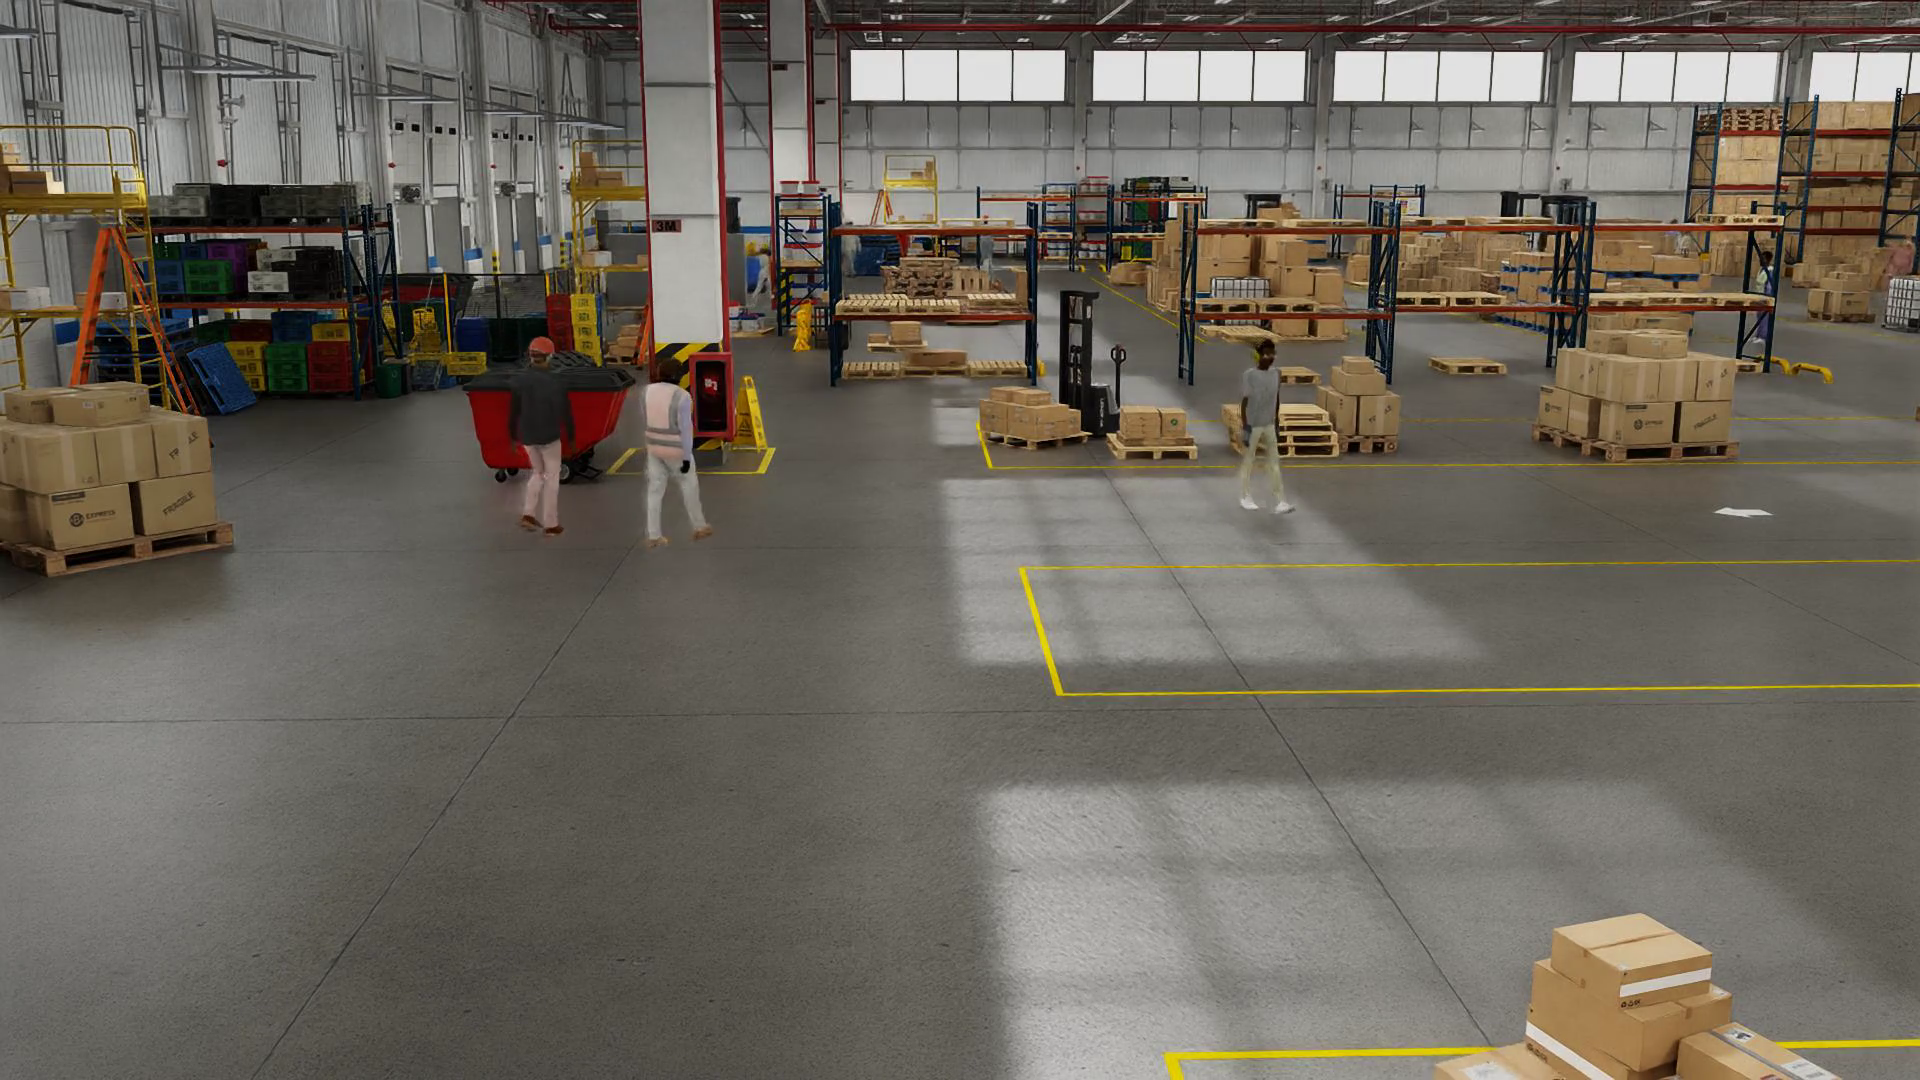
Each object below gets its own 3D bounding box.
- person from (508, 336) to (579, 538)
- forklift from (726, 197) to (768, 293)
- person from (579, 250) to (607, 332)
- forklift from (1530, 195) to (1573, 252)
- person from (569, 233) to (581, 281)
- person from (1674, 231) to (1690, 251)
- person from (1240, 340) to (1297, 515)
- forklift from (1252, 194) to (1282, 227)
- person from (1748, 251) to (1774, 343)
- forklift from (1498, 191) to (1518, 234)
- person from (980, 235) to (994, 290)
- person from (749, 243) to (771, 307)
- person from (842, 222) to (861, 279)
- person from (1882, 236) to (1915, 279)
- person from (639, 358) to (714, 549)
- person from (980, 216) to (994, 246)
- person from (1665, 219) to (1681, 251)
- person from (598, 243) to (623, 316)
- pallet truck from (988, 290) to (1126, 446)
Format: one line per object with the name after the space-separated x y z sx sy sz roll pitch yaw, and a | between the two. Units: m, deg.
-4.088 -1.012 16.354 0.660 1.971 0.453 5 13 21 | person
-6.619 -8.602 48.560 1.873 2.768 1.129 0 12 -2 | forklift
-8.137 -5.505 36.944 0.650 1.829 0.965 -5 14 -23 | person
18.606 -9.392 52.126 1.129 2.768 1.873 -1 13 -3 | forklift
-12.565 -9.271 54.514 0.899 1.588 0.517 8 15 33 | person
25.457 -10.196 58.703 0.873 1.585 0.567 -8 15 -33 | person
3.199 -1.166 17.364 0.559 1.827 0.944 -5 13 -20 | person
10.095 -10.036 55.033 1.129 2.768 1.873 0 12 -1 | forklift
16.872 -5.093 34.958 0.434 1.911 0.630 2 13 9 | person
20.674 -11.779 62.902 1.873 2.768 1.129 0 12 -2 | forklift
0.769 -8.398 49.812 0.403 1.936 0.652 7 14 27 | person
-5.190 -7.016 44.078 0.891 1.702 0.487 -8 15 -33 | person
-3.629 -9.768 56.084 0.651 1.882 1.003 -7 14 -29 | person
25.767 -7.423 45.633 0.704 1.836 0.990 2 13 7 | person
-2.731 -0.852 16.016 0.638 1.805 0.882 6 14 26 | person
1.024 -11.553 64.157 0.563 1.885 0.986 -2 13 -10 | person
25.236 -10.385 58.842 0.636 1.889 0.913 -2 13 -9 | person
-8.826 -6.454 41.300 0.538 1.795 0.945 9 16 37 | person
1.257 -2.299 22.111 1.885 1.965 0.823 -9 15 -35 | pallet truck
